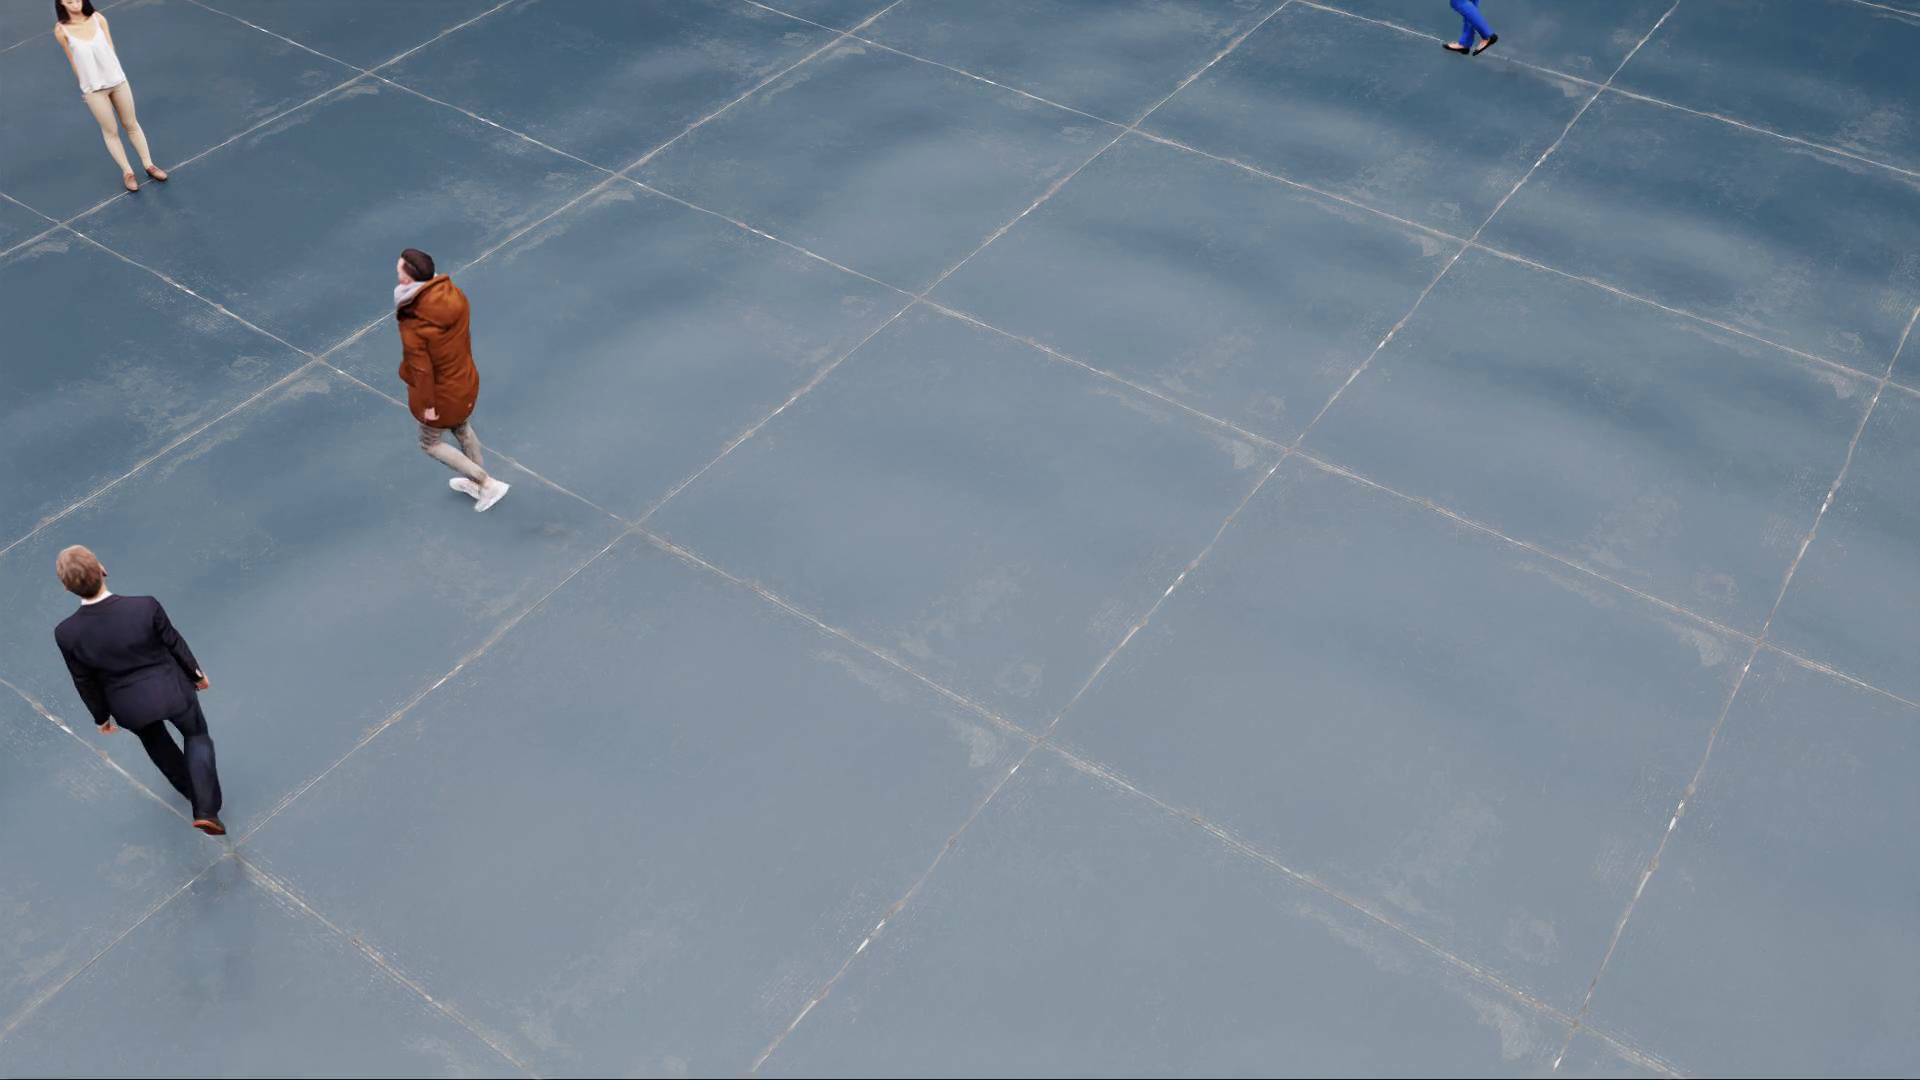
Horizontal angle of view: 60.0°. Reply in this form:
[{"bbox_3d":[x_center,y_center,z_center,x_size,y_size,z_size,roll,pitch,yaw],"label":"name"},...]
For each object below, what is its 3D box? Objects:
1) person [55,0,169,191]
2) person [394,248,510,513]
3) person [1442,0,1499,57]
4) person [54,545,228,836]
[{"bbox_3d":[-6.586,-3.515,12.771,0.566,1.652,0.617,26,49,25],"label":"person"},{"bbox_3d":[-2.979,-0.890,9.834,0.895,1.823,0.823,13,45,14],"label":"person"},{"bbox_3d":[4.536,-4.928,14.257,0.719,1.689,0.633,24,48,24],"label":"person"},{"bbox_3d":[-3.939,0.777,8.068,0.980,1.797,1.097,-16,45,-16],"label":"person"}]
